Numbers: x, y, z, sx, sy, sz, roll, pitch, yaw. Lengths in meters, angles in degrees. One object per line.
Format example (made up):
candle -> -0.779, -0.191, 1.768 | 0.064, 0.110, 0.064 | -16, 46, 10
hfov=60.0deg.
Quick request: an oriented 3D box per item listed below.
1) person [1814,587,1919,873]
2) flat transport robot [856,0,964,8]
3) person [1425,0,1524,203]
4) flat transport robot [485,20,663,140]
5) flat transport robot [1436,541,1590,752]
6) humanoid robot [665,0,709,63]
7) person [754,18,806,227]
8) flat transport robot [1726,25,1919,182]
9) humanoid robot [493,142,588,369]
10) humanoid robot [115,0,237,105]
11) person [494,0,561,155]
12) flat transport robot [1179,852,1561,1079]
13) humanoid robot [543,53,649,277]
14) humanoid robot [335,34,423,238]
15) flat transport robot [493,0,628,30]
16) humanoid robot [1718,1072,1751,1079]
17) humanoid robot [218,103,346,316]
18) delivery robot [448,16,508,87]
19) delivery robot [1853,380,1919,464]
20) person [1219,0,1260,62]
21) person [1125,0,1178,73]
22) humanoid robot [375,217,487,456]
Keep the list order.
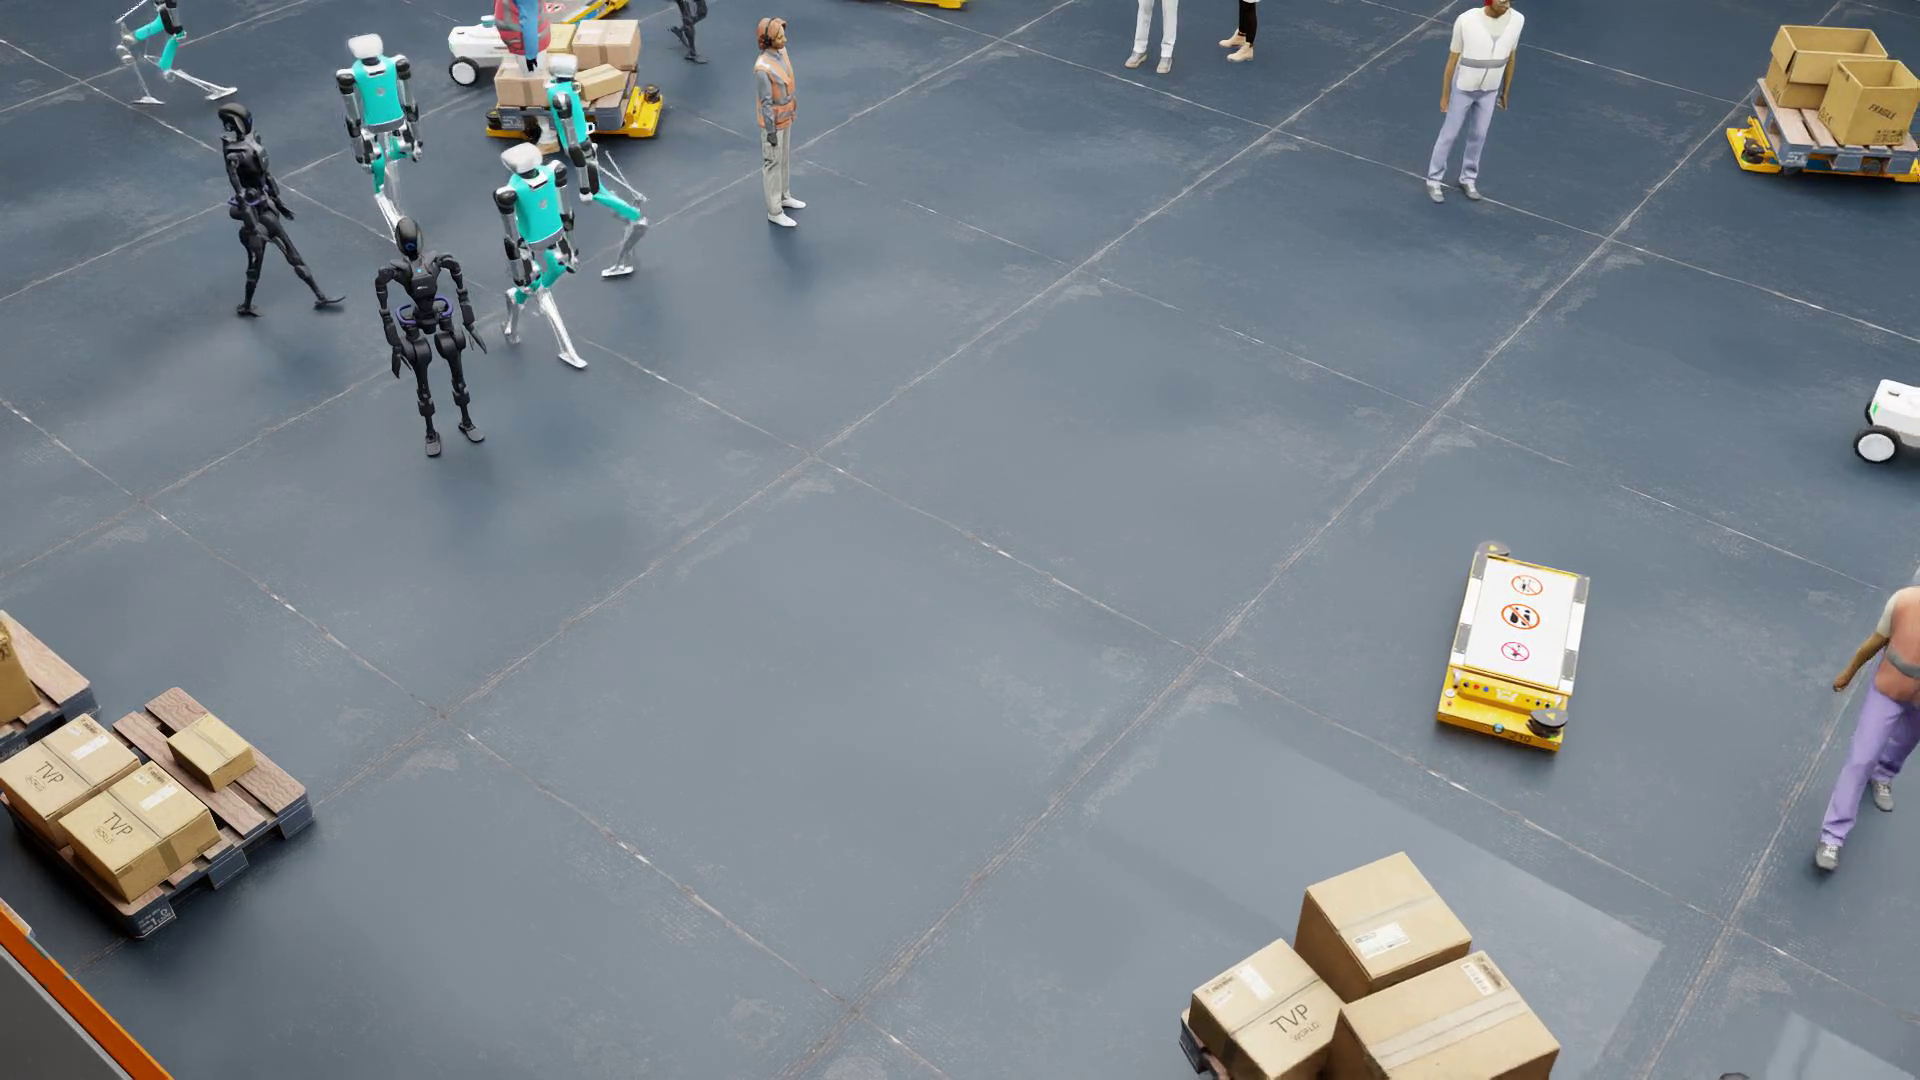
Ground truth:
person -> 4.558, 0.805, 7.967 | 0.624, 1.779, 1.012 | 16, 43, 18
flat transport robot -> -0.621, -5.598, 16.663 | 1.431, 0.231, 0.659 | 9, 41, 10
person -> 4.029, -3.539, 13.035 | 0.574, 1.834, 0.391 | -7, 41, -8
flat transport robot -> -3.349, -3.732, 14.469 | 1.431, 0.231, 0.659 | 0, 40, 0
flat transport robot -> 3.148, 0.567, 9.410 | 0.659, 0.231, 1.431 | 14, 42, 16
humanoid robot -> -2.538, -5.186, 15.090 | 0.451, 1.646, 0.600 | 21, 45, 23
person -> -1.409, -3.229, 12.816 | 0.304, 1.640, 0.521 | 7, 41, 8
flat transport robot -> 7.242, -3.277, 13.933 | 1.431, 0.231, 0.659 | 6, 41, 6
humanoid robot -> -2.982, -1.940, 11.259 | 0.918, 1.809, 0.572 | 31, 49, 31
humanoid robot -> -6.950, -4.432, 14.198 | 1.040, 1.768, 0.550 | -20, 44, -22
person -> -3.577, -4.092, 13.688 | 0.429, 1.832, 0.633 | -14, 42, -16
flat transport robot -> 1.706, 2.438, 7.210 | 0.659, 0.231, 1.431 | -16, 43, -18
humanoid robot -> -2.551, -2.640, 12.139 | 0.736, 1.896, 0.542 | -7, 41, -8
humanoid robot -> -4.367, -3.025, 12.512 | 0.532, 1.740, 0.962 | -24, 46, -26
flat transport robot -> -3.873, -5.055, 16.025 | 0.659, 0.231, 1.431 | 16, 43, 18
humanoid robot -> 2.575, 2.403, 6.178 | 0.612, 1.639, 0.473 | -20, 44, -22
humanoid robot -> -4.924, -2.304, 11.734 | 0.786, 1.621, 0.584 | 0, 40, 0
delivery robot -> -4.259, -4.450, 15.098 | 0.801, 0.602, 0.499 | 0, 40, 0
delivery robot -> 6.226, -0.749, 10.736 | 0.768, 0.591, 0.499 | 22, 45, 24
person -> 2.610, -5.210, 15.103 | 0.315, 1.695, 0.540 | -3, 40, -4
person -> 1.791, -5.116, 14.851 | 0.575, 1.881, 0.350 | 17, 43, 19
humanoid robot -> -3.328, -1.295, 10.505 | 0.599, 1.655, 0.315 | -19, 44, -21
